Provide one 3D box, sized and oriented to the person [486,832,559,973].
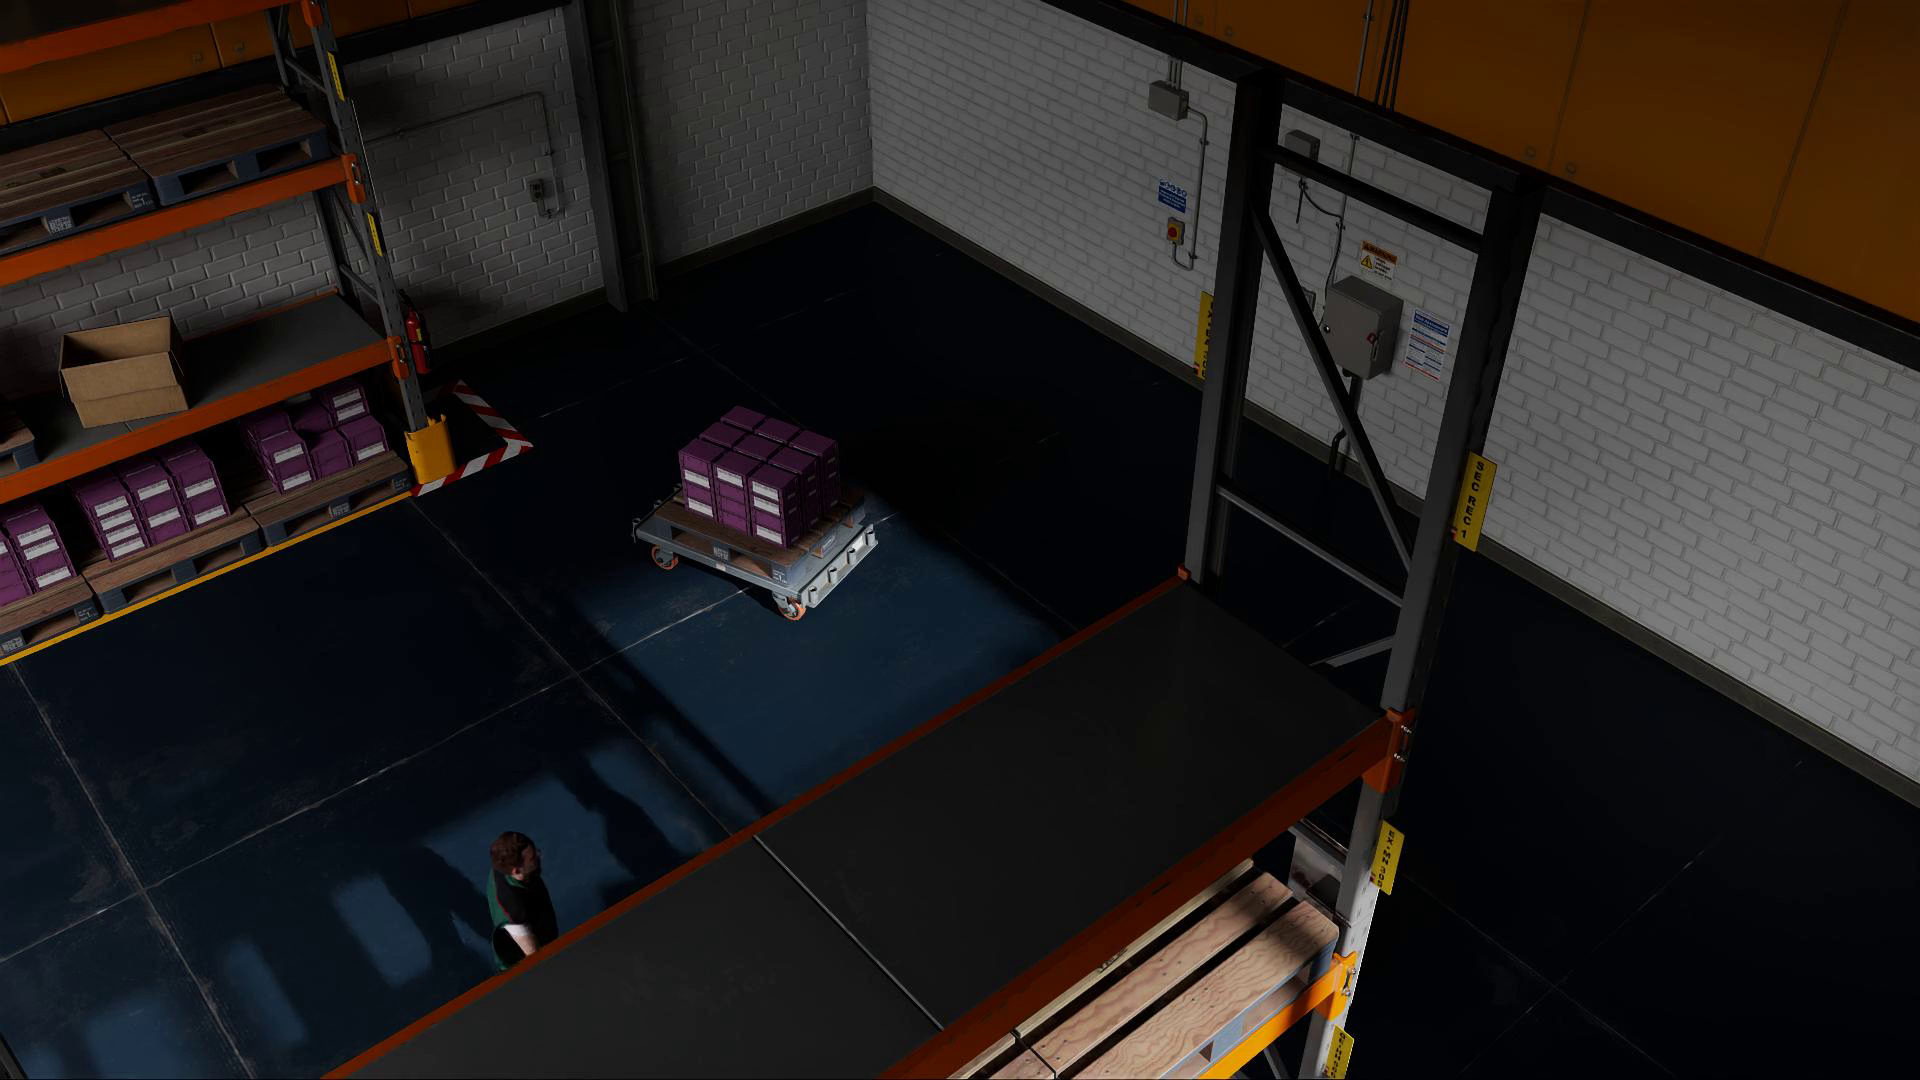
[{"bbox_3d":[-2.308,2.210,8.620,1.195,1.797,0.953,-9,39,-11],"label":"person"}]
